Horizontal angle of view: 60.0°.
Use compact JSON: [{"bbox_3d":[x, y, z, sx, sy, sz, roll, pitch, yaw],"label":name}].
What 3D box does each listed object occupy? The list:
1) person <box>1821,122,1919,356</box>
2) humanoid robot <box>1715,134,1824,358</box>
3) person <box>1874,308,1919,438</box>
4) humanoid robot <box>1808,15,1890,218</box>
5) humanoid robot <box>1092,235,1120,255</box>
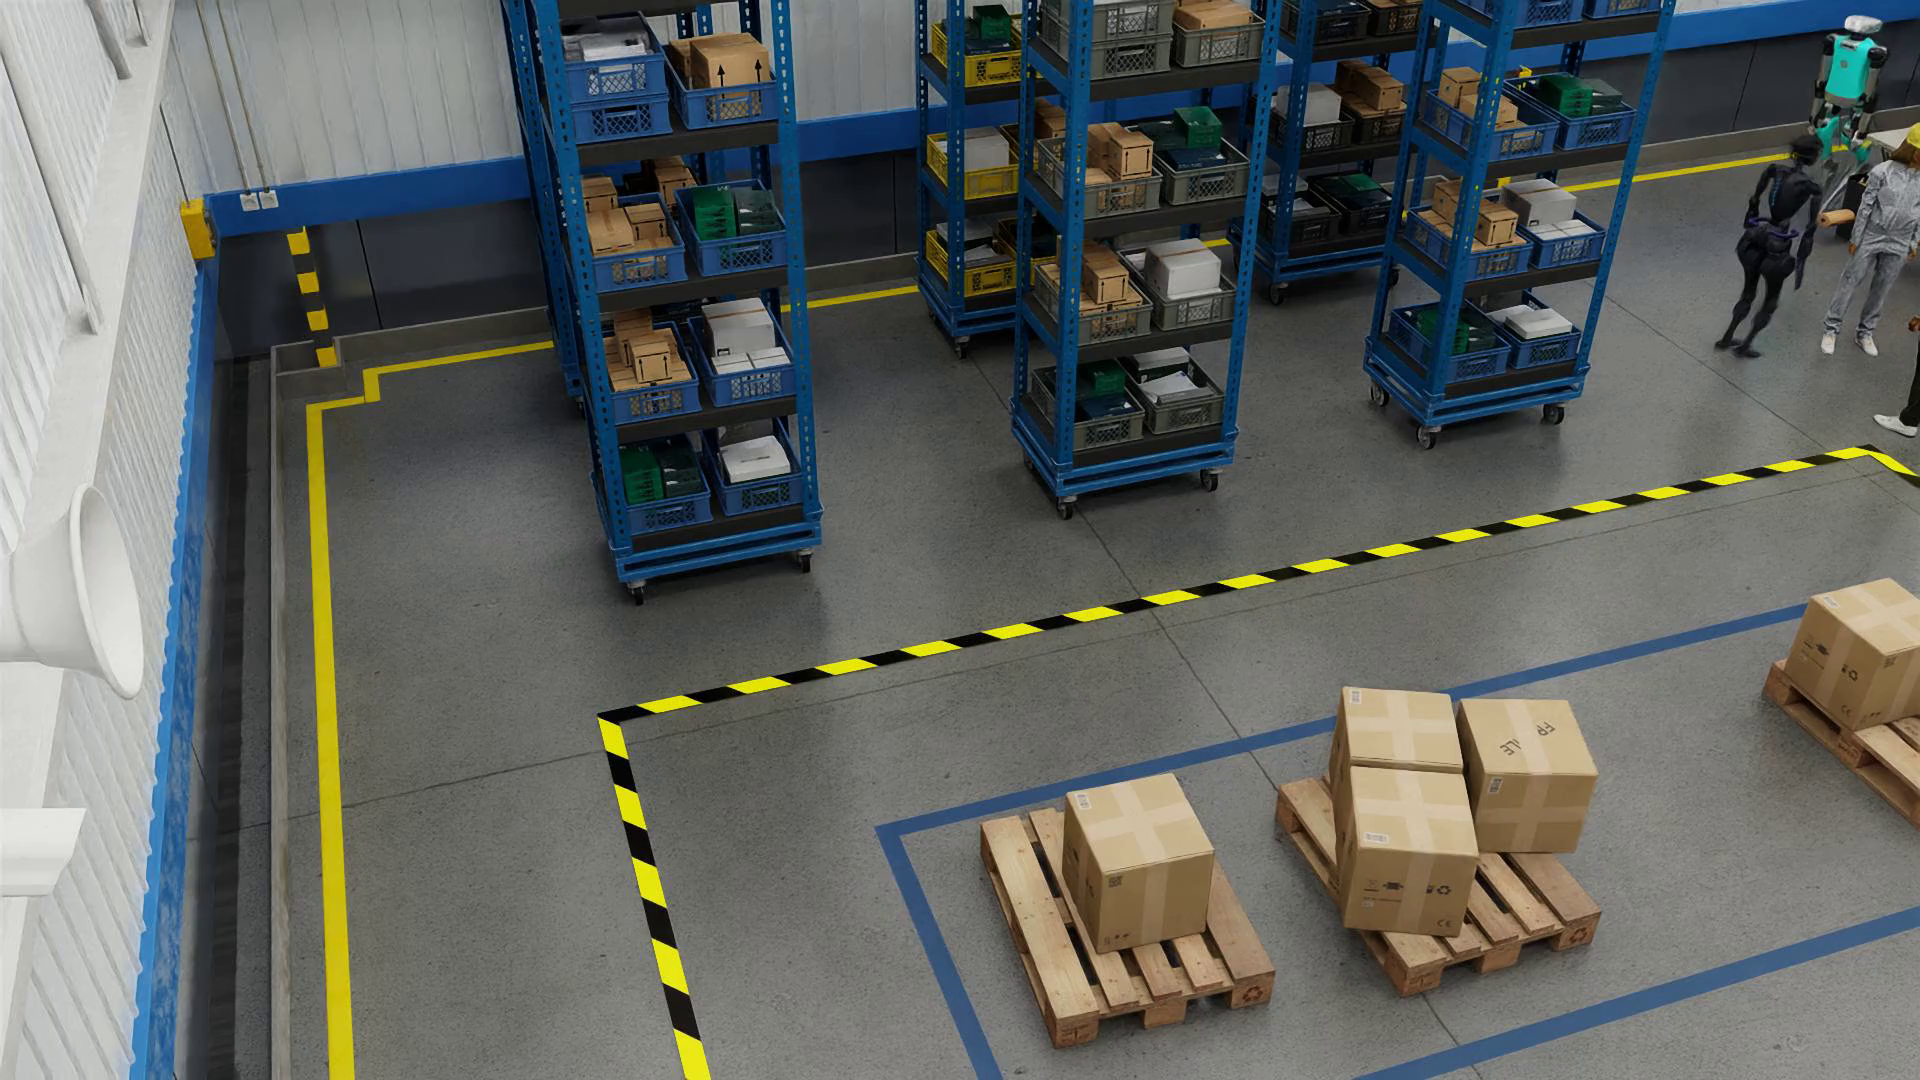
[{"bbox_3d":[6.560,-2.126,11.787,0.486,1.745,0.292,4,35,6],"label":"person"},{"bbox_3d":[5.729,-2.067,11.775,0.370,1.646,0.610,-15,38,-20],"label":"humanoid robot"},{"bbox_3d":[6.474,-1.535,10.862,0.587,1.848,0.397,-12,37,-16],"label":"person"},{"bbox_3d":[7.322,-3.395,13.698,0.716,1.905,0.549,-19,39,-25],"label":"humanoid robot"},{"bbox_3d":[0.982,-1.884,11.503,0.424,1.641,0.616,-12,37,-16],"label":"humanoid robot"}]
